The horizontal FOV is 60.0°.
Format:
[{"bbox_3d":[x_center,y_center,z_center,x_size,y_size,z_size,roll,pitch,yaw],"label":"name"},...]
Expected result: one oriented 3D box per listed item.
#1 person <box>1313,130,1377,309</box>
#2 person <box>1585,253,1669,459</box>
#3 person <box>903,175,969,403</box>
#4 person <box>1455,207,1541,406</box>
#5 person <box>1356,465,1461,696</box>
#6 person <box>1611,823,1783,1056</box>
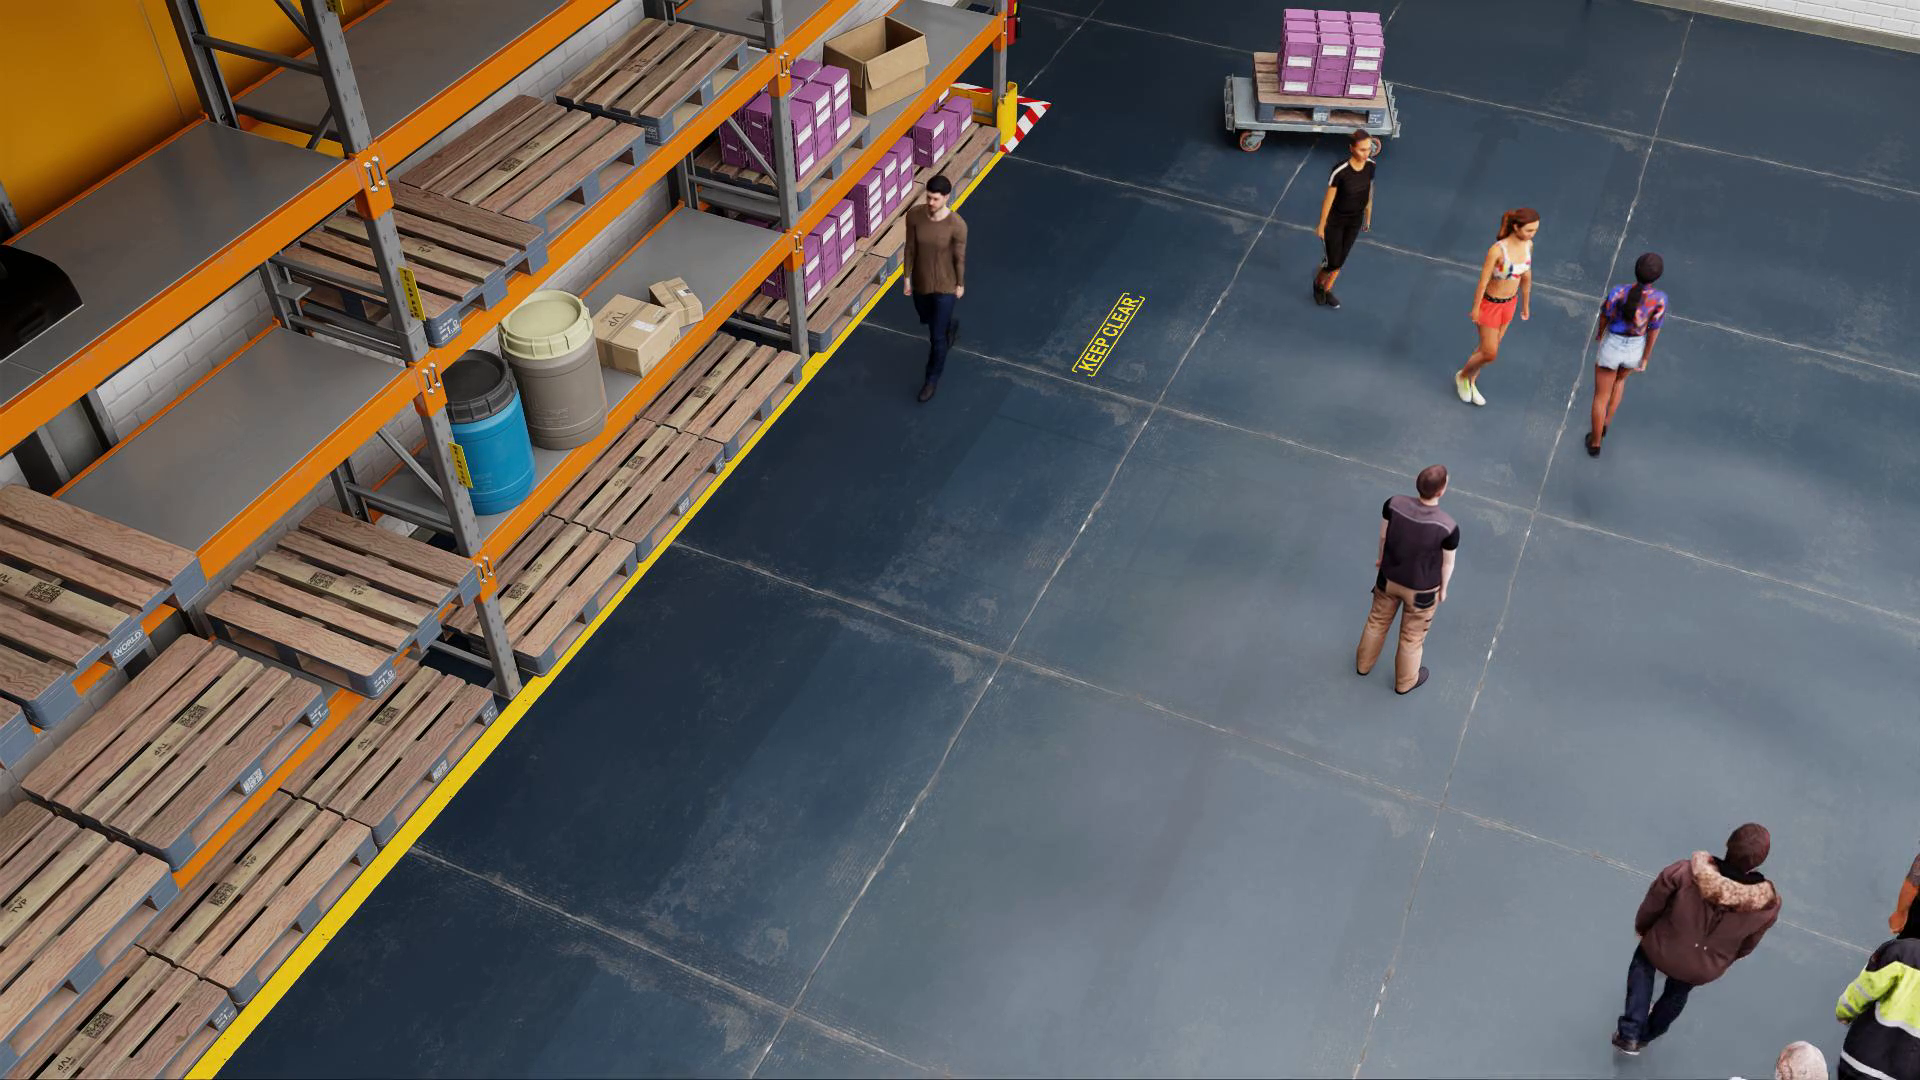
[{"bbox_3d":[3.138,-2.702,13.842,0.695,1.655,0.763,-16,46,-16],"label":"person"},{"bbox_3d":[4.894,-1.325,12.344,0.672,1.728,0.754,9,44,9],"label":"person"},{"bbox_3d":[-0.171,-2.056,13.015,0.644,1.861,1.106,17,46,17],"label":"person"},{"bbox_3d":[4.089,-1.845,12.856,0.686,1.776,0.760,-21,47,-20],"label":"person"},{"bbox_3d":[2.867,0.236,10.623,0.738,1.842,0.680,30,51,28],"label":"person"},{"bbox_3d":[3.772,2.161,8.611,0.745,1.831,0.716,17,46,17],"label":"person"}]
